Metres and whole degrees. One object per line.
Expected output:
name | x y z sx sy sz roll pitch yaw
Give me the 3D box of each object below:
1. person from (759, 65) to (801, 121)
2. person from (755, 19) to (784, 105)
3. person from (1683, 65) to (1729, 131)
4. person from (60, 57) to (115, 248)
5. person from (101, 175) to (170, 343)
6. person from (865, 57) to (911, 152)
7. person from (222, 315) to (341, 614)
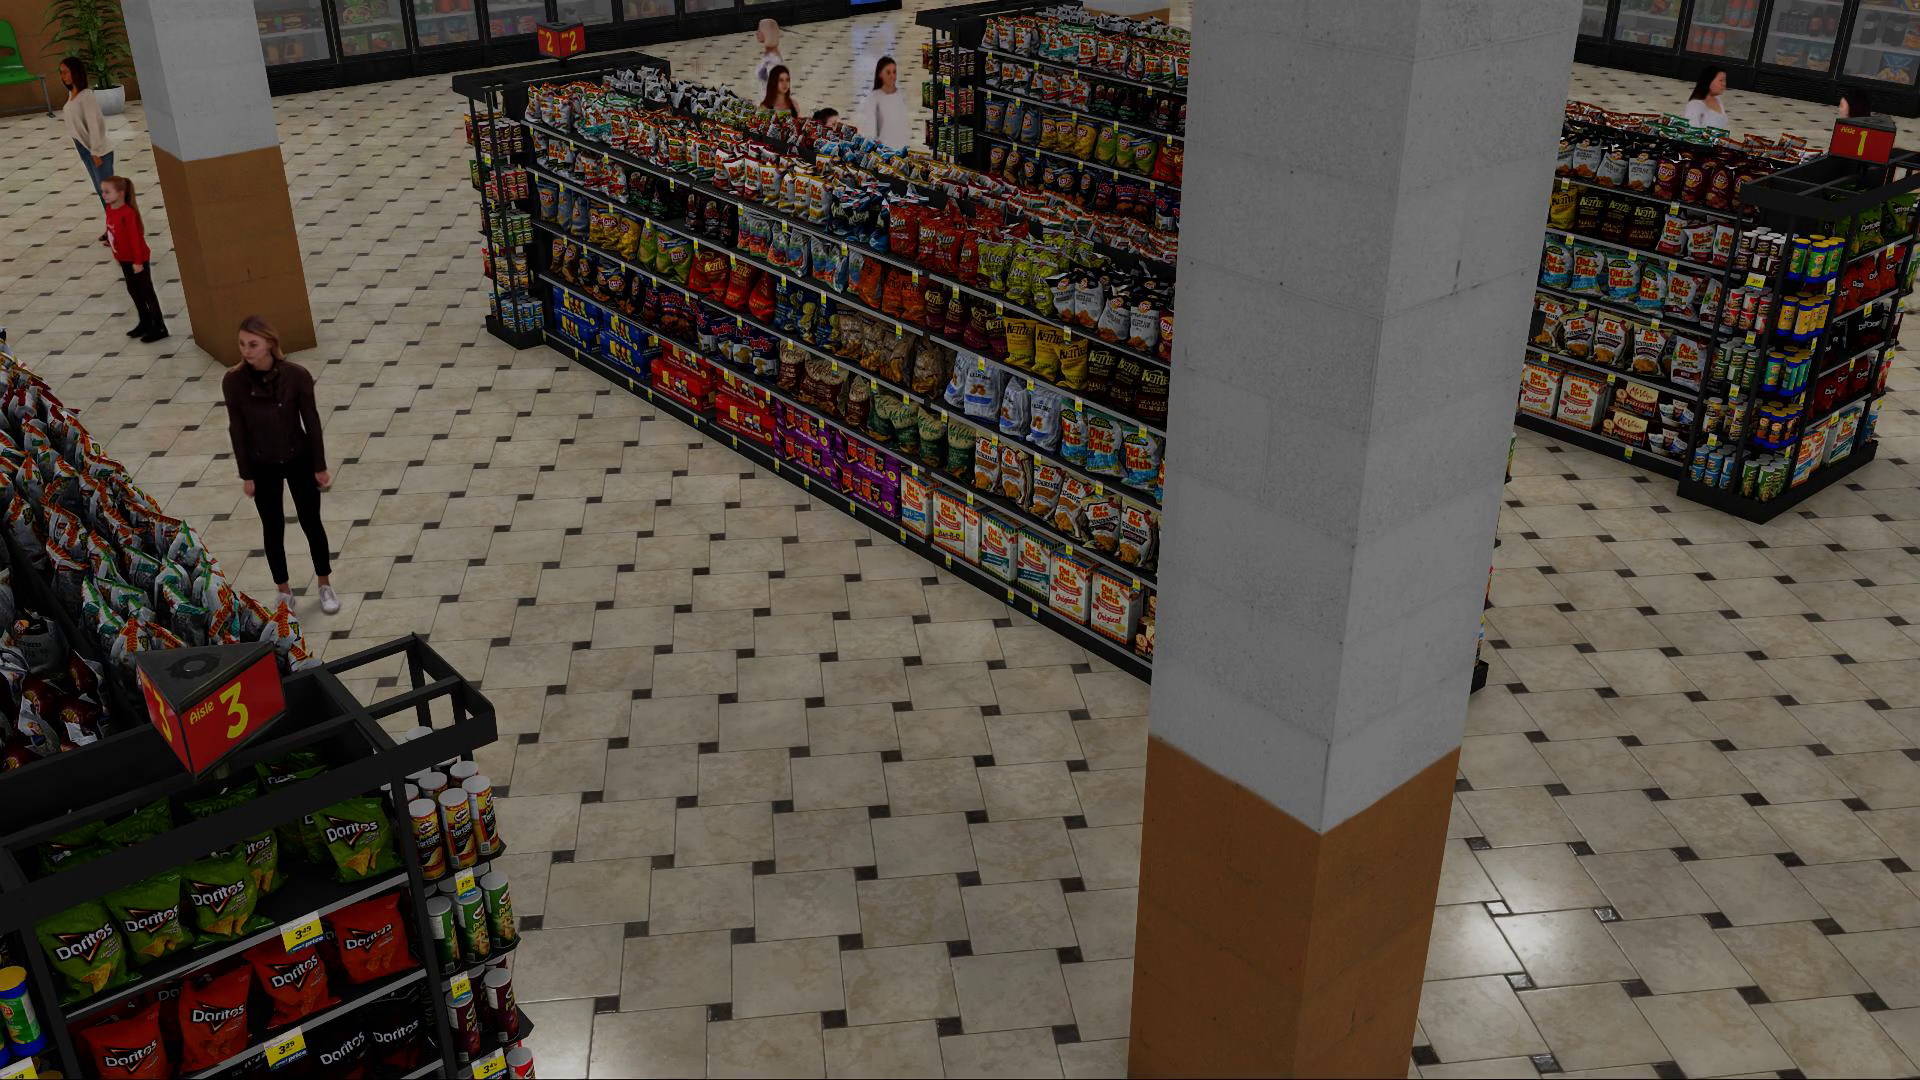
person | -1.598 -3.256 14.505 0.627 1.680 1.139 -19 33 -33
person | -1.757 -4.209 16.332 0.959 1.726 1.044 -5 27 -9
person | 6.494 -3.363 14.717 0.681 1.679 0.619 -23 35 -38
person | -7.805 -3.518 15.024 0.665 1.677 0.470 -21 34 -35
person | -6.372 -2.175 12.814 0.502 1.282 0.601 15 31 27
person | -0.694 -3.488 14.984 0.649 1.659 1.068 -18 32 -31
person | -3.596 -0.393 8.833 0.667 1.702 0.643 -7 28 -14
